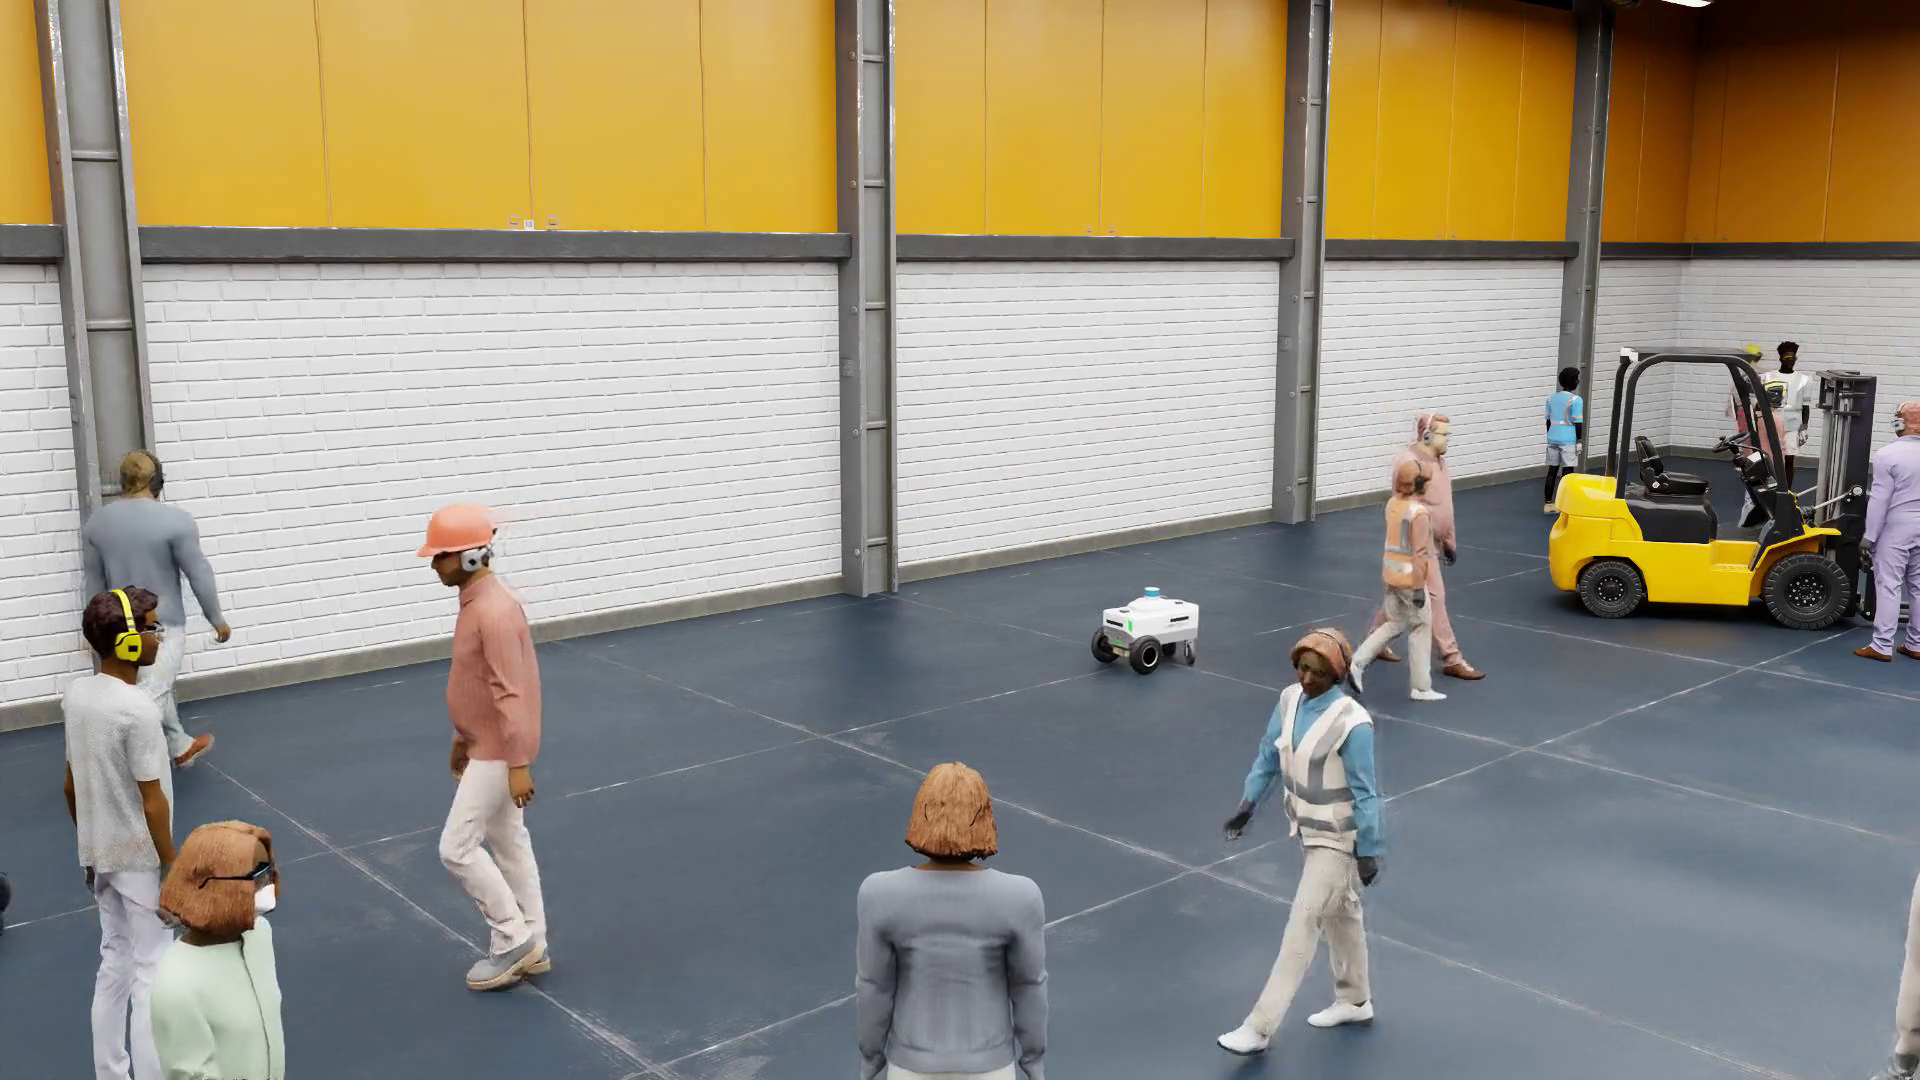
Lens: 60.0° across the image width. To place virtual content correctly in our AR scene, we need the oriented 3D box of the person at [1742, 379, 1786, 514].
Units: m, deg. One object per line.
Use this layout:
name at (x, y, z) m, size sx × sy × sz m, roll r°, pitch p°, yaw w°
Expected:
person at (7.761, -0.666, 16.034) m, size 0.306 × 1.772 × 0.522 m, roll -2°, pitch 10°, yaw -10°

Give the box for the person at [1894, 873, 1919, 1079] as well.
person at (2.726, 1.400, 4.406) m, size 0.658 × 1.608 × 0.510 m, roll -2°, pitch 10°, yaw -10°

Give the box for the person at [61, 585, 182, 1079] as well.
person at (-2.751, 1.076, 5.543) m, size 0.532 × 1.868 × 0.310 m, roll 6°, pitch 12°, yaw 33°

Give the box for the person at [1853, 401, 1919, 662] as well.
person at (6.846, -0.058, 12.092) m, size 0.638 × 1.903 × 0.408 m, roll -2°, pitch 10°, yaw -10°

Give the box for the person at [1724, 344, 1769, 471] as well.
person at (10.750, -1.799, 22.730) m, size 0.526 × 1.751 × 0.433 m, roll -3°, pitch 10°, yaw -18°

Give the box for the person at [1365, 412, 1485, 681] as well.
person at (3.300, 0.017, 11.811) m, size 0.982 × 1.856 × 0.660 m, roll 7°, pitch 12°, yaw 36°

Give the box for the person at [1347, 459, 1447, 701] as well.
person at (2.892, 0.273, 10.989) m, size 0.650 × 1.621 × 0.532 m, roll -2°, pitch 10°, yaw -10°

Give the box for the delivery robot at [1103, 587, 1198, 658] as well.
delivery robot at (1.379, 0.585, 11.986) m, size 0.707 × 0.478 × 0.477 m, roll -7°, pitch 12°, yaw -35°

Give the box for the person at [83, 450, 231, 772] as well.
person at (-4.372, 0.449, 9.148) m, size 0.656 × 1.894 × 0.983 m, roll 2°, pitch 10°, yaw 14°

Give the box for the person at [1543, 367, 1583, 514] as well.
person at (6.846, -1.108, 18.834) m, size 0.316 × 1.695 × 0.541 m, roll -4°, pitch 11°, yaw -23°

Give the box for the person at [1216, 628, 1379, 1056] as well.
person at (1.249, 1.104, 6.137) m, size 0.796 × 1.594 × 0.539 m, roll -3°, pitch 10°, yaw -16°

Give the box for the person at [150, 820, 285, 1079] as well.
person at (-1.833, 1.458, 4.033) m, size 0.628 × 1.615 × 0.497 m, roll 1°, pitch 10°, yaw 4°

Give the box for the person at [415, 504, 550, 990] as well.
person at (-1.906, 0.830, 6.668) m, size 0.506 × 1.970 × 0.656 m, roll -4°, pitch 10°, yaw -21°

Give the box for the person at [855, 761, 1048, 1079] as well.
person at (-0.021, 1.386, 4.414) m, size 0.507 × 1.632 × 0.272 m, roll 0°, pitch 10°, yaw 2°

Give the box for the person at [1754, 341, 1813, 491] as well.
person at (9.522, -1.320, 19.287) m, size 0.607 × 1.966 × 0.367 m, roll 4°, pitch 10°, yaw 22°

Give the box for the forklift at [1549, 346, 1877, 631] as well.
forklift at (6.109, -0.478, 13.691) m, size 2.313 × 2.155 × 1.214 m, roll 3°, pitch 10°, yaw 16°
